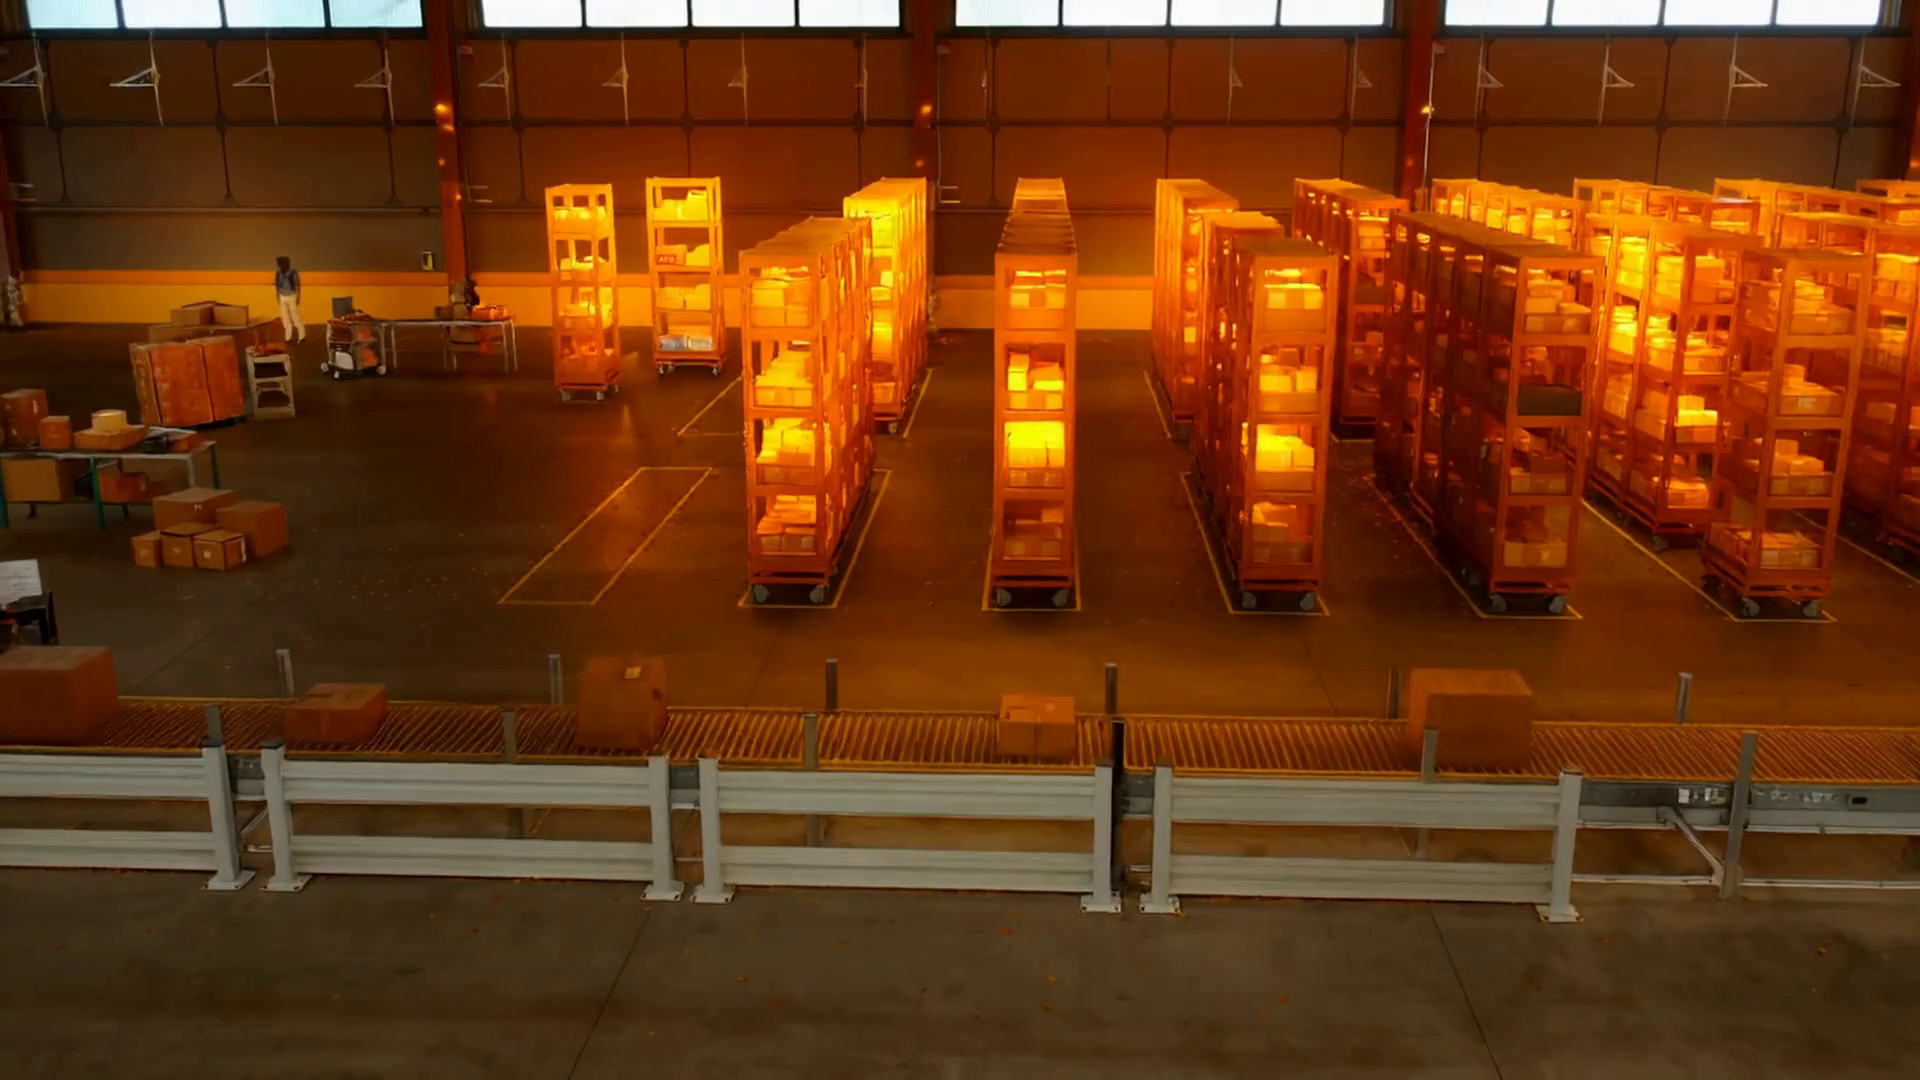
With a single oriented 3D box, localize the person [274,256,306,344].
[{"bbox_3d":[-13.981,-4.984,34.592,0.644,1.832,0.431,7,17,24],"label":"person"}]
